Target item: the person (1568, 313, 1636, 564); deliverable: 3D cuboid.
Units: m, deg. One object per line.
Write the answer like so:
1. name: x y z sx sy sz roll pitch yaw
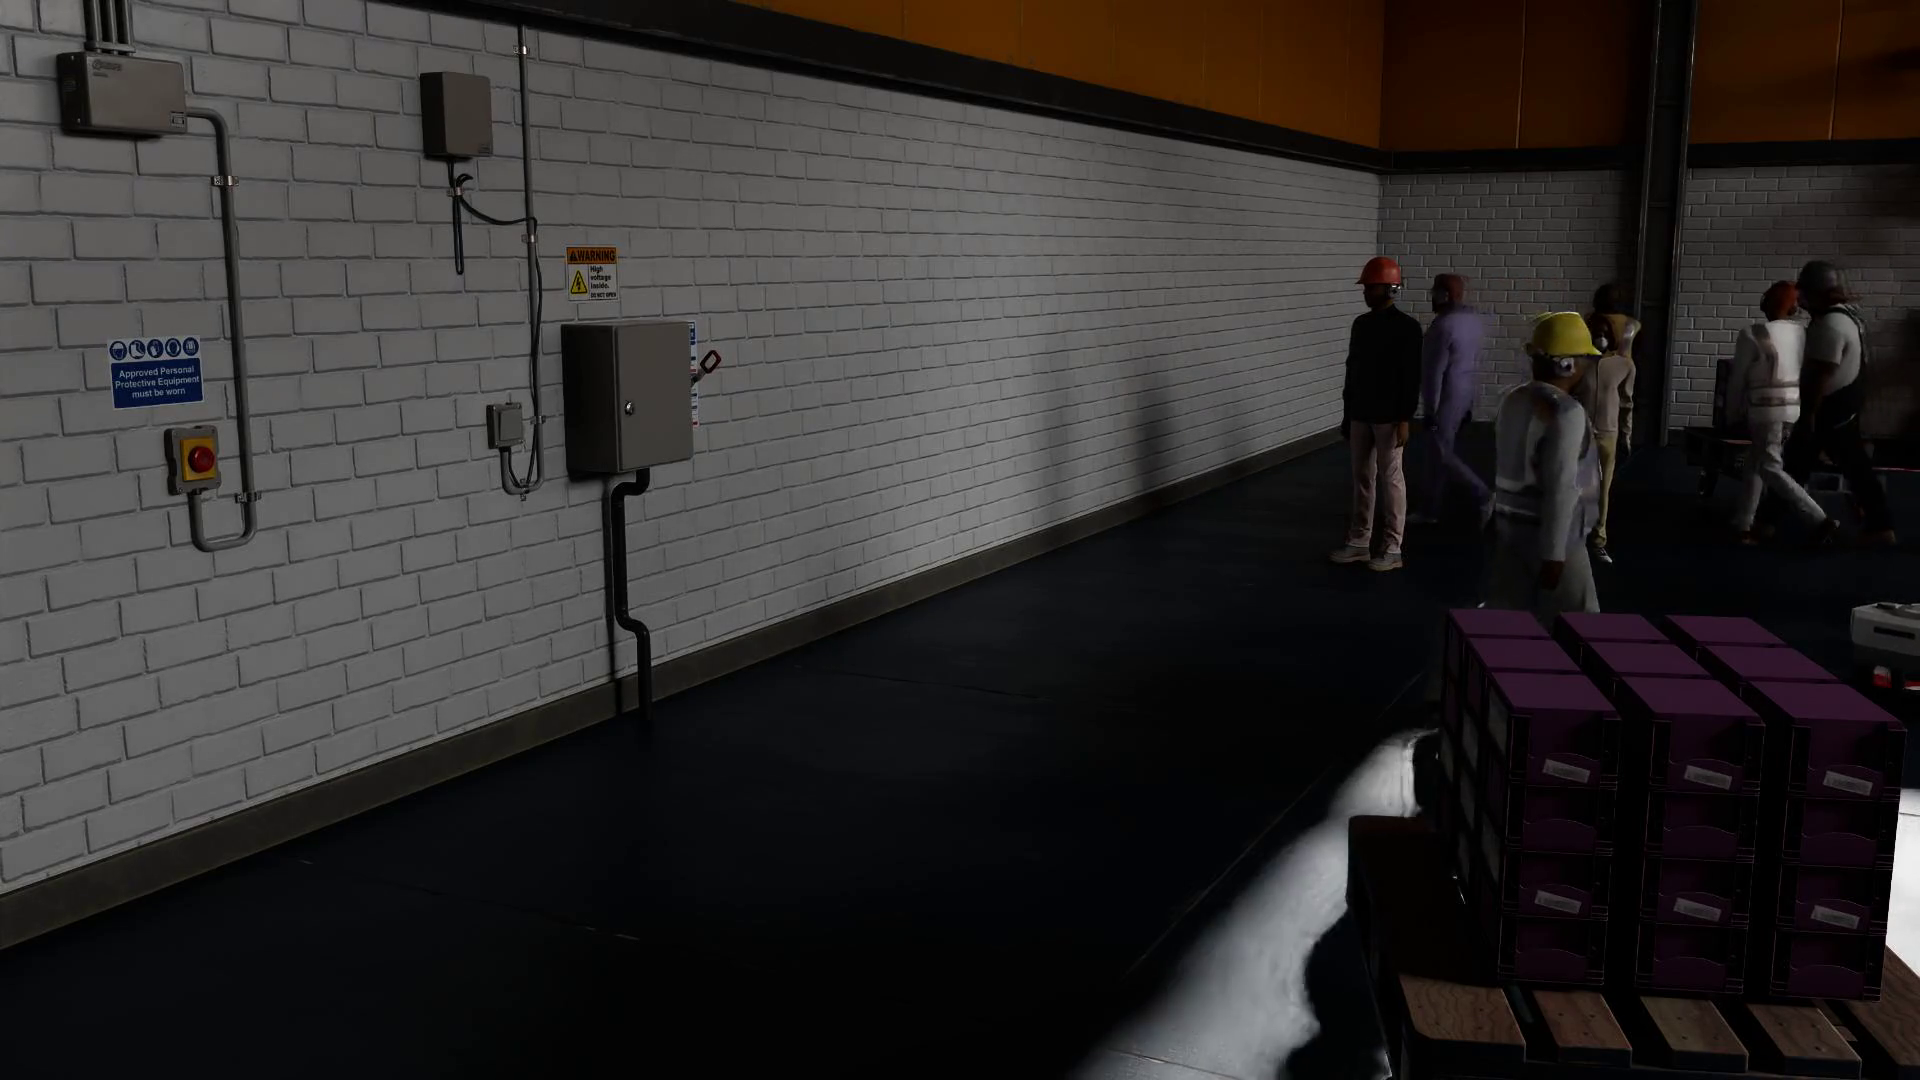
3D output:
1. person: 4.124 -0.656 10.849 0.499 1.634 0.285 1 10 8

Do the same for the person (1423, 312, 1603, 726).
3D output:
1. person: 2.376 -0.045 6.872 0.915 1.792 0.606 -2 10 -9

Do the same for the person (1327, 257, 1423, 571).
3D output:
1. person: 2.671 -0.805 10.667 0.378 1.996 0.610 -6 11 -30

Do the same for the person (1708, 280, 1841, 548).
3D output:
1. person: 5.599 -0.839 11.344 0.576 1.838 0.810 -5 11 -27

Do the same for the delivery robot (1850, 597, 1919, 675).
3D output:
1. delivery robot: 4.333 0.442 7.339 0.477 0.478 0.707 -6 12 -32

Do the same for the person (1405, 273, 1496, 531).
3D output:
1. person: 3.600 -0.993 12.104 0.789 1.884 0.650 8 13 39

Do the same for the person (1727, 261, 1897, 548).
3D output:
1. person: 5.997 -0.972 11.502 1.074 2.000 0.694 5 11 28

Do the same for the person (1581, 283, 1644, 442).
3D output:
1. person: 5.127 -1.162 13.360 0.616 1.795 0.972 5 11 28
